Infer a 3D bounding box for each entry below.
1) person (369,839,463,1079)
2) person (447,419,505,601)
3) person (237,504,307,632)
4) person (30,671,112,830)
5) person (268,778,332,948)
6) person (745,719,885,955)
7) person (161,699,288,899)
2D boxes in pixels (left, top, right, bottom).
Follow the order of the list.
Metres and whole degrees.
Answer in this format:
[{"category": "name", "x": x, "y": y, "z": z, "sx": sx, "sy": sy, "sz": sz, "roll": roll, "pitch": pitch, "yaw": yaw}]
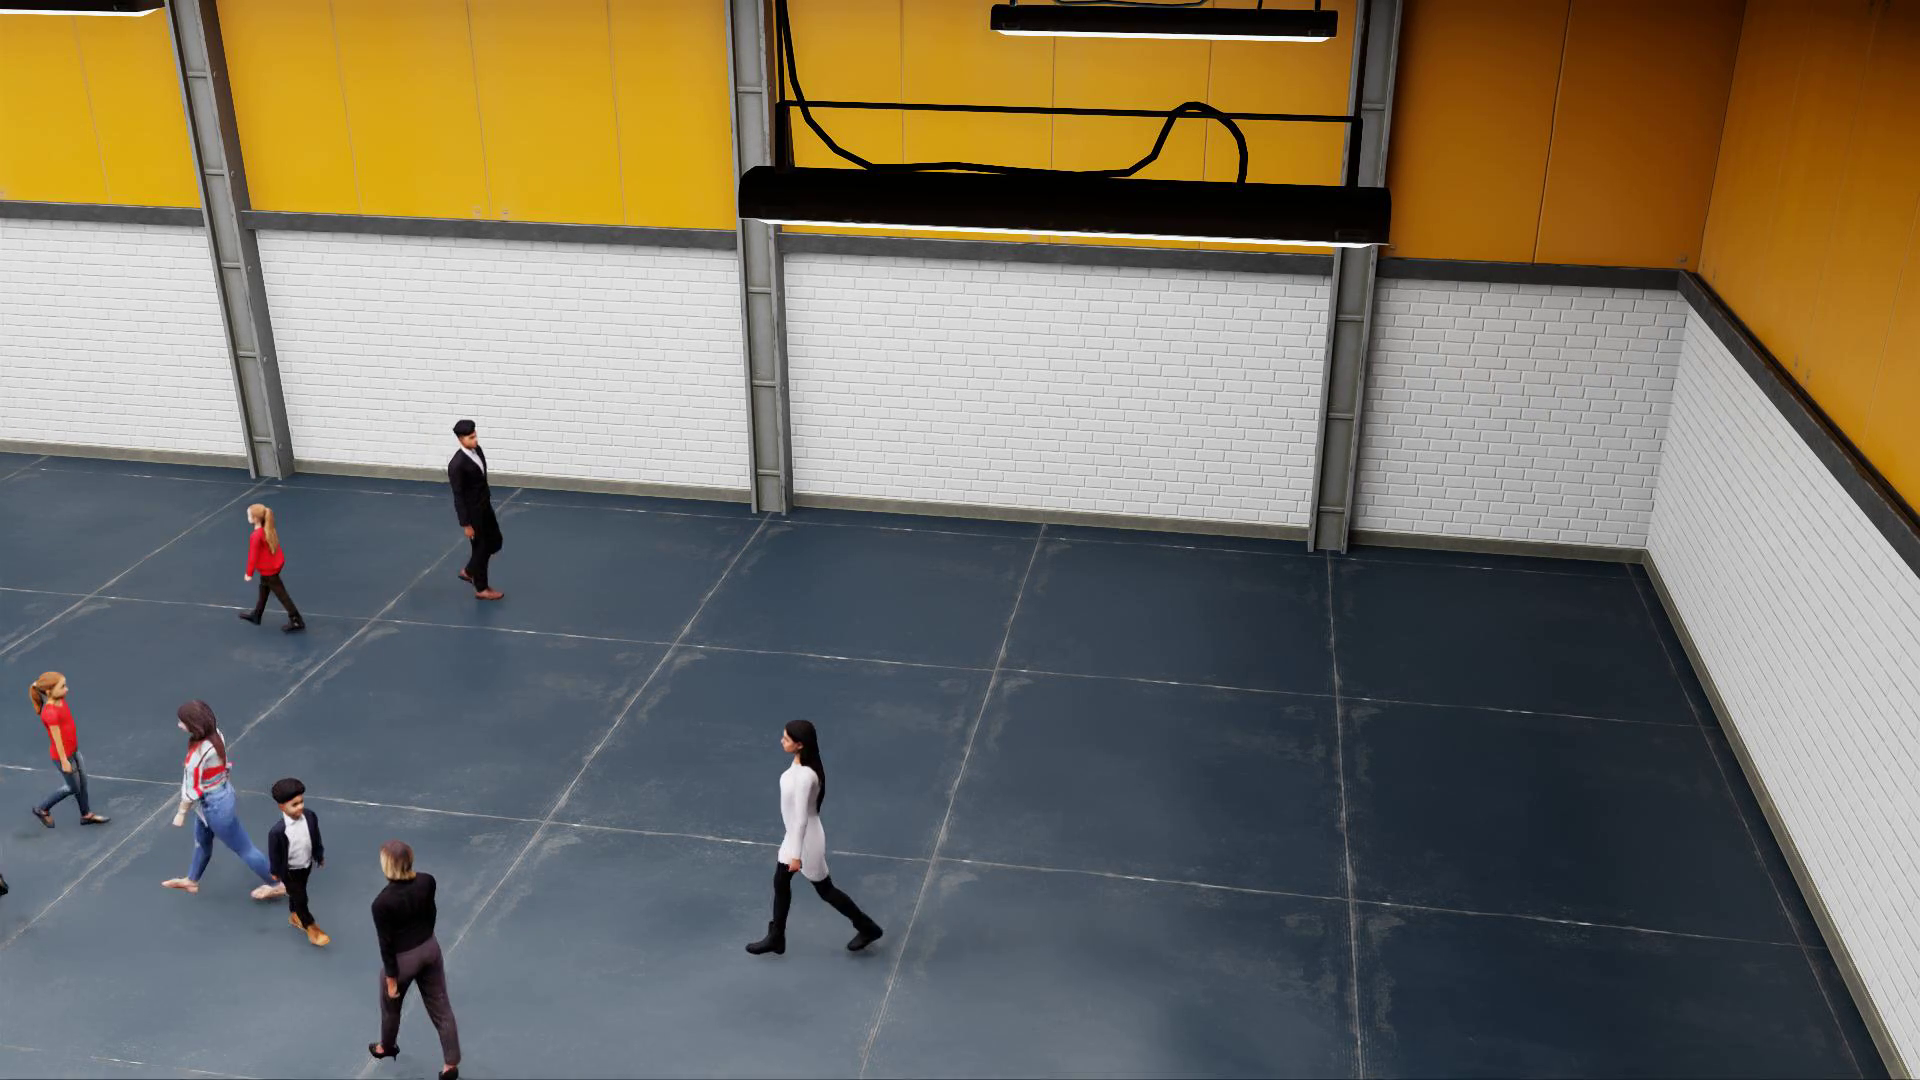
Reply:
[{"category": "person", "x": -3.133, "y": 2.531, "z": 9.721, "sx": 1.016, "sy": 1.646, "sz": 0.849, "roll": 16, "pitch": 28, "yaw": 31}, {"category": "person", "x": -4.719, "y": -0.287, "z": 15.894, "sx": 0.677, "sy": 1.865, "sz": 0.702, "roll": 4, "pitch": 24, "yaw": 9}, {"category": "person", "x": -6.320, "y": 0.281, "z": 15.361, "sx": 0.909, "sy": 1.251, "sz": 0.599, "roll": 0, "pitch": 24, "yaw": -1}, {"category": "person", "x": -6.702, "y": 1.583, "z": 12.323, "sx": 0.772, "sy": 1.299, "sz": 0.616, "roll": -4, "pitch": 24, "yaw": -9}, {"category": "person", "x": -4.515, "y": 2.132, "z": 11.193, "sx": 0.801, "sy": 1.199, "sz": 0.666, "roll": 15, "pitch": 28, "yaw": 30}, {"category": "person", "x": -0.909, "y": 1.980, "z": 10.826, "sx": 1.220, "sy": 1.771, "sz": 0.850, "roll": -3, "pitch": 24, "yaw": -7}, {"category": "person", "x": -5.011, "y": 1.834, "z": 11.424, "sx": 1.137, "sy": 1.559, "sz": 0.855, "roll": -4, "pitch": 24, "yaw": -9}]
